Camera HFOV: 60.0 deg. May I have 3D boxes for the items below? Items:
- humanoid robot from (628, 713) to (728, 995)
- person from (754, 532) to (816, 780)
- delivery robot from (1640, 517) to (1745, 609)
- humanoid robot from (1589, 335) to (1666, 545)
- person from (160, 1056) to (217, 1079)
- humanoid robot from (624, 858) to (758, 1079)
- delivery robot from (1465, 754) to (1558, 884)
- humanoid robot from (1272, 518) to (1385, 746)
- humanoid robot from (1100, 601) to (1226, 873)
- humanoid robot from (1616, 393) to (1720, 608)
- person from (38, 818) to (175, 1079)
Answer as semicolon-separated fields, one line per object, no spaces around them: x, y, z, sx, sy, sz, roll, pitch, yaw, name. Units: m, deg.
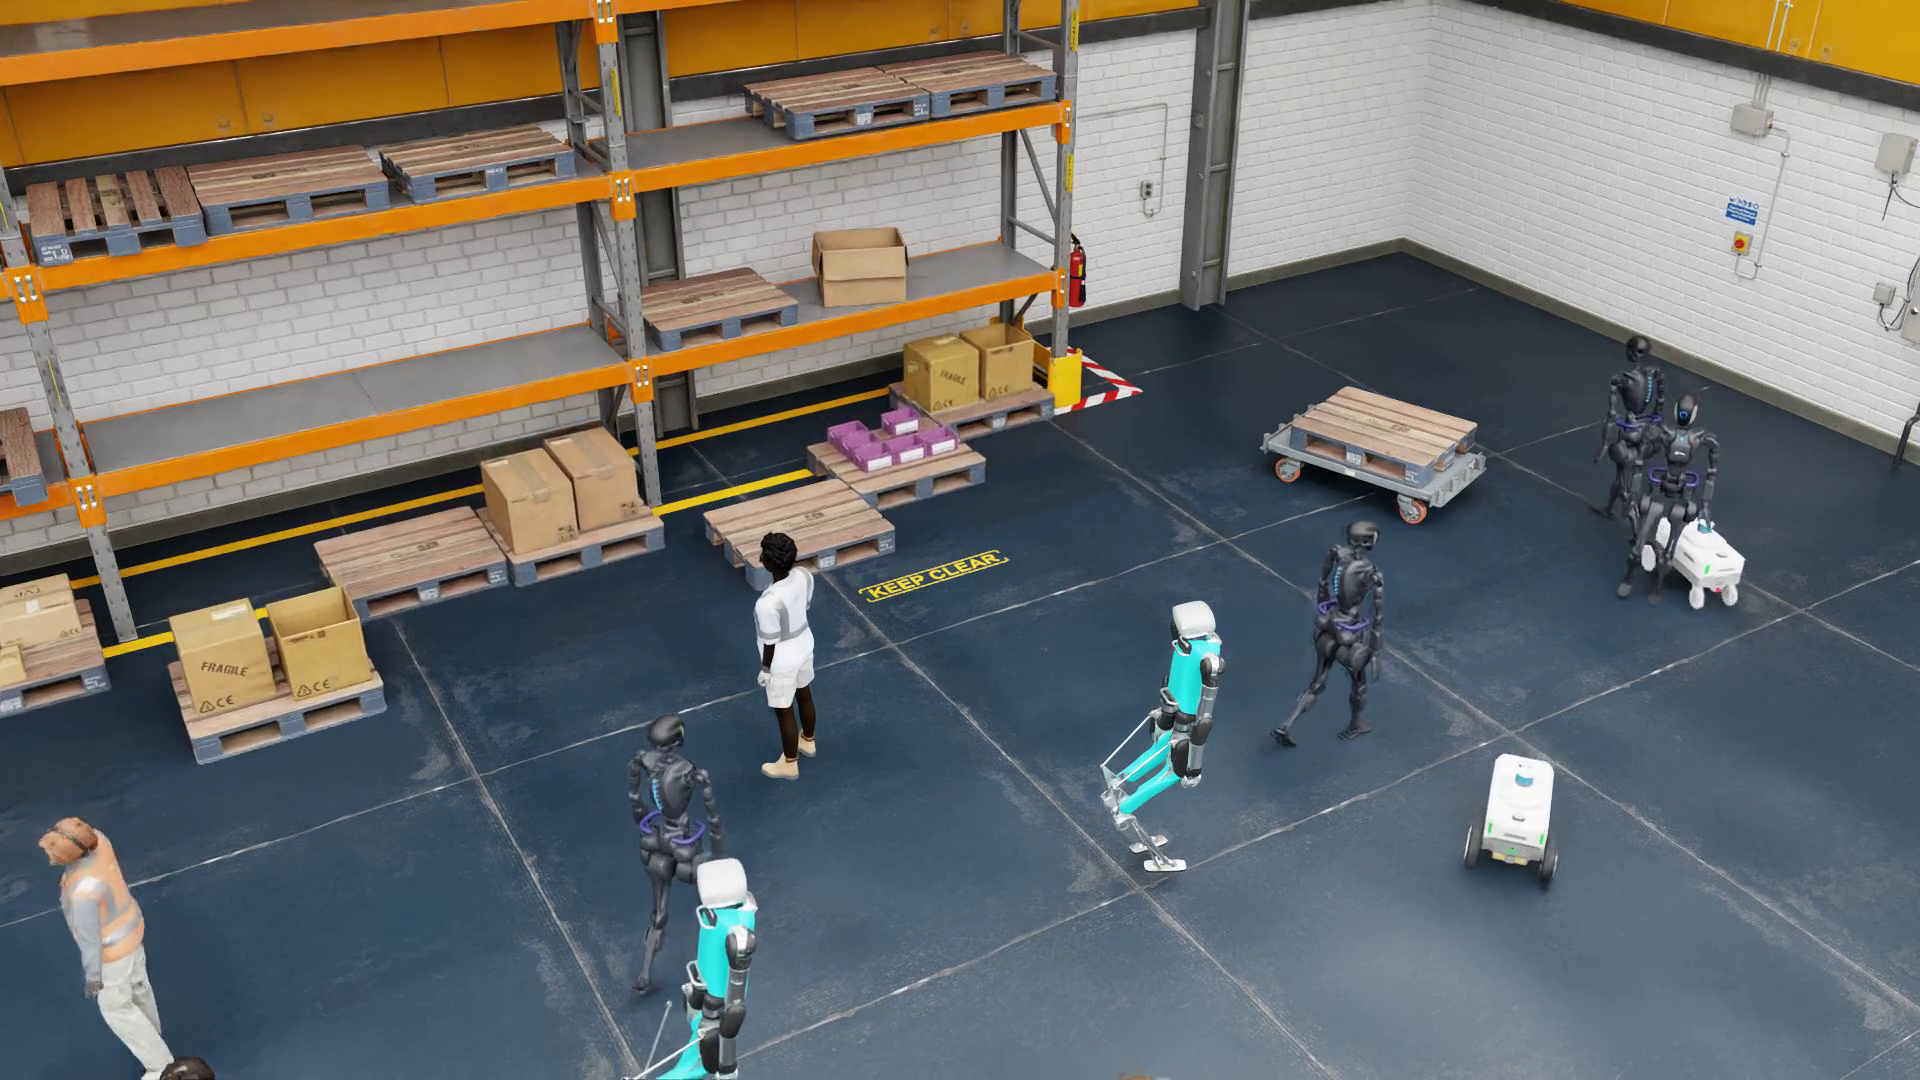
-1.505;1.625;8.735;0.600;1.650;0.785;13;32;22;humanoid robot
-1.081;0.707;10.270;0.319;1.696;0.532;12;32;21;person
5.527;0.120;12.457;0.499;0.580;0.756;-5;30;-9;delivery robot
5.300;-0.783;12.998;0.611;1.624;0.752;-12;31;-20;humanoid robot
-2.806;2.751;6.467;0.531;1.881;0.415;-13;32;-22;person
-1.260;2.231;7.500;0.960;1.722;0.537;-11;31;-19;humanoid robot
3.288;1.622;9.816;0.499;0.599;0.784;10;31;18;delivery robot
2.379;0.606;10.499;0.694;1.641;0.611;-16;33;-26;humanoid robot
1.062;1.138;9.332;0.735;1.677;0.533;-8;30;-14;humanoid robot
5.152;-0.291;12.055;0.608;1.653;0.324;11;31;18;humanoid robot
-4.126;1.974;8.114;0.344;1.615;0.578;-6;30;-10;person
